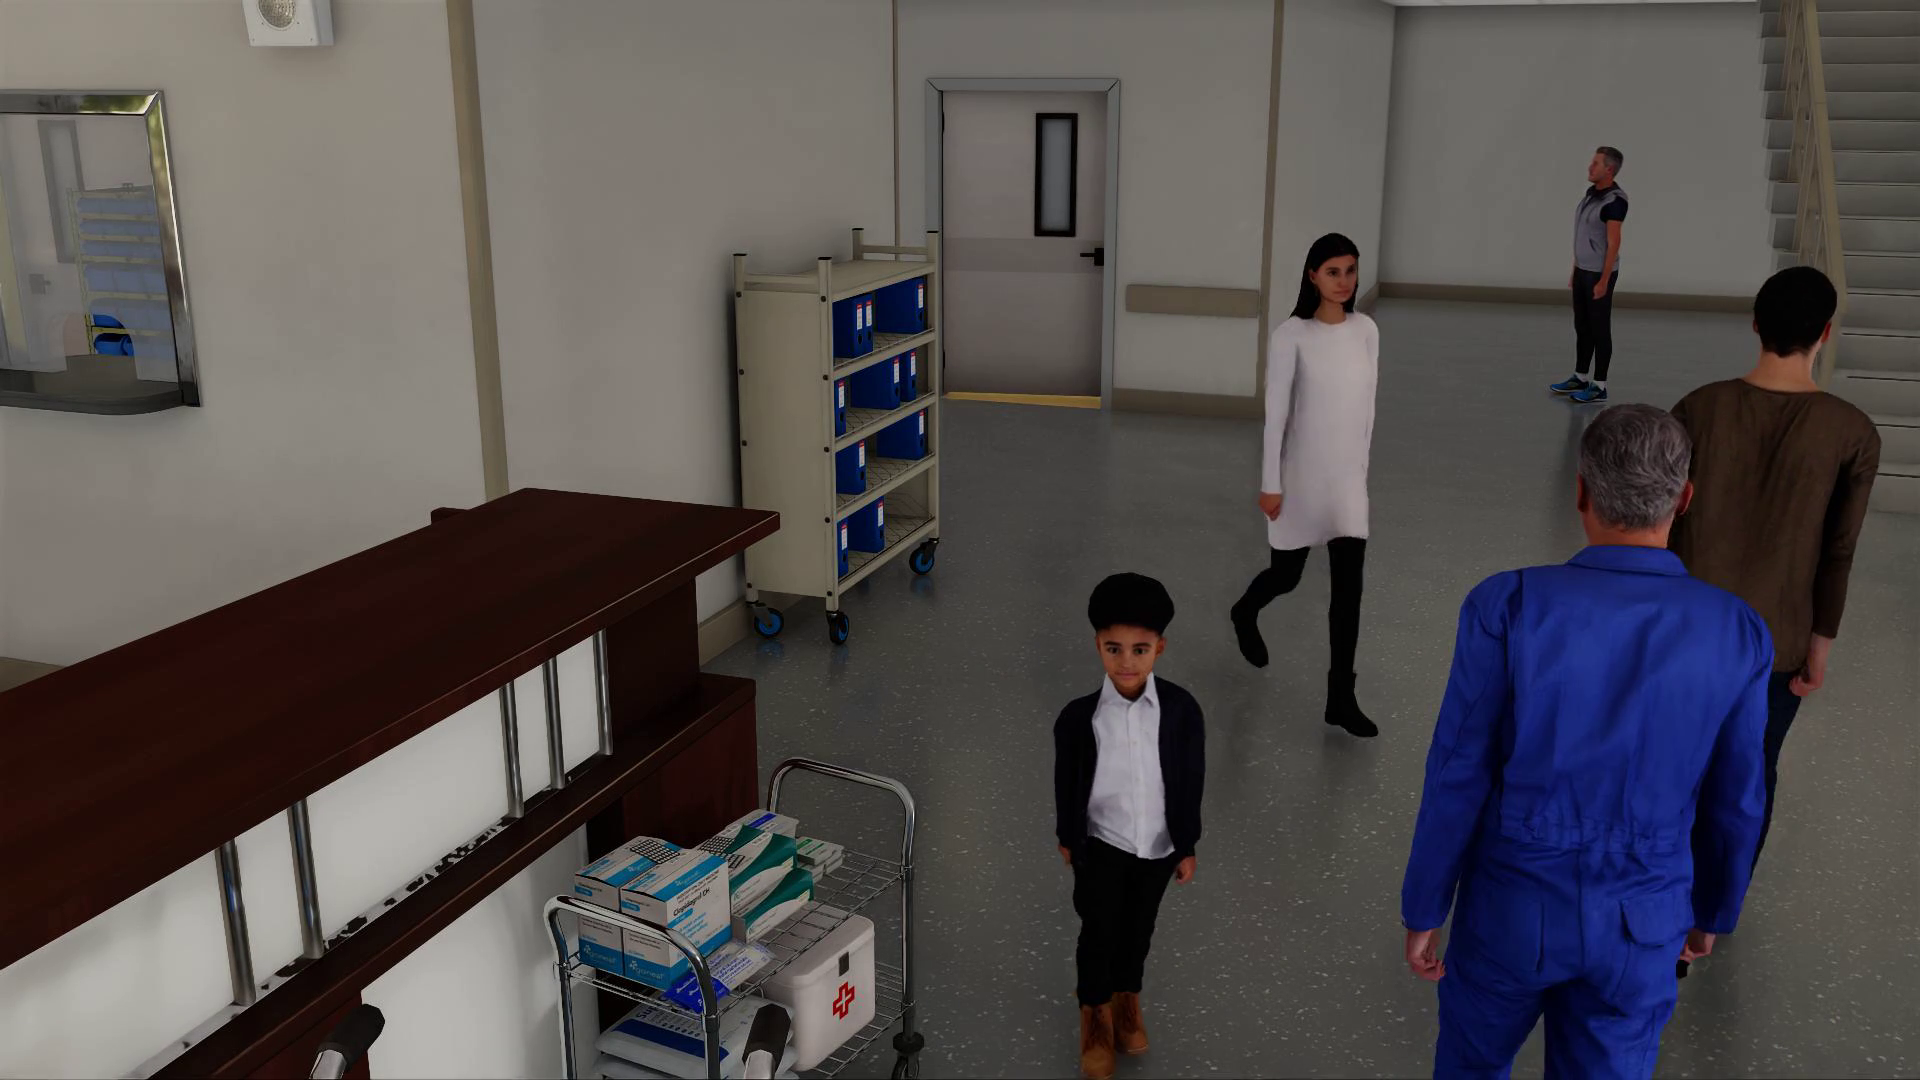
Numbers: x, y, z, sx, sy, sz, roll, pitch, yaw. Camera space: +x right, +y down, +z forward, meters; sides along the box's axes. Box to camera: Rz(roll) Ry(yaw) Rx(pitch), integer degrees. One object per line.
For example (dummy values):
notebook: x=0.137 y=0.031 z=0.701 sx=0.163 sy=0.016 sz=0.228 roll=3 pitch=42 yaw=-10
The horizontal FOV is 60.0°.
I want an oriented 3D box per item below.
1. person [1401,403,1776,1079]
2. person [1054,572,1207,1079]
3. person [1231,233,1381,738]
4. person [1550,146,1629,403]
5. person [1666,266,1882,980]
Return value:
person: x=1.047 y=0.700 z=2.830 sx=0.800 sy=1.802 sz=0.863 roll=4 pitch=16 yaw=13
person: x=0.397 y=0.653 z=4.008 sx=0.592 sy=1.214 sz=0.641 roll=-1 pitch=16 yaw=-3
person: x=1.263 y=-0.215 z=6.114 sx=1.068 sy=1.780 sz=1.181 roll=-6 pitch=17 yaw=-21
person: x=4.657 y=-1.947 z=12.166 sx=0.828 sy=1.830 sz=0.667 roll=-1 pitch=16 yaw=-4
person: x=1.979 y=0.258 z=4.292 sx=0.731 sy=1.858 sz=1.167 roll=7 pitch=17 yaw=25
